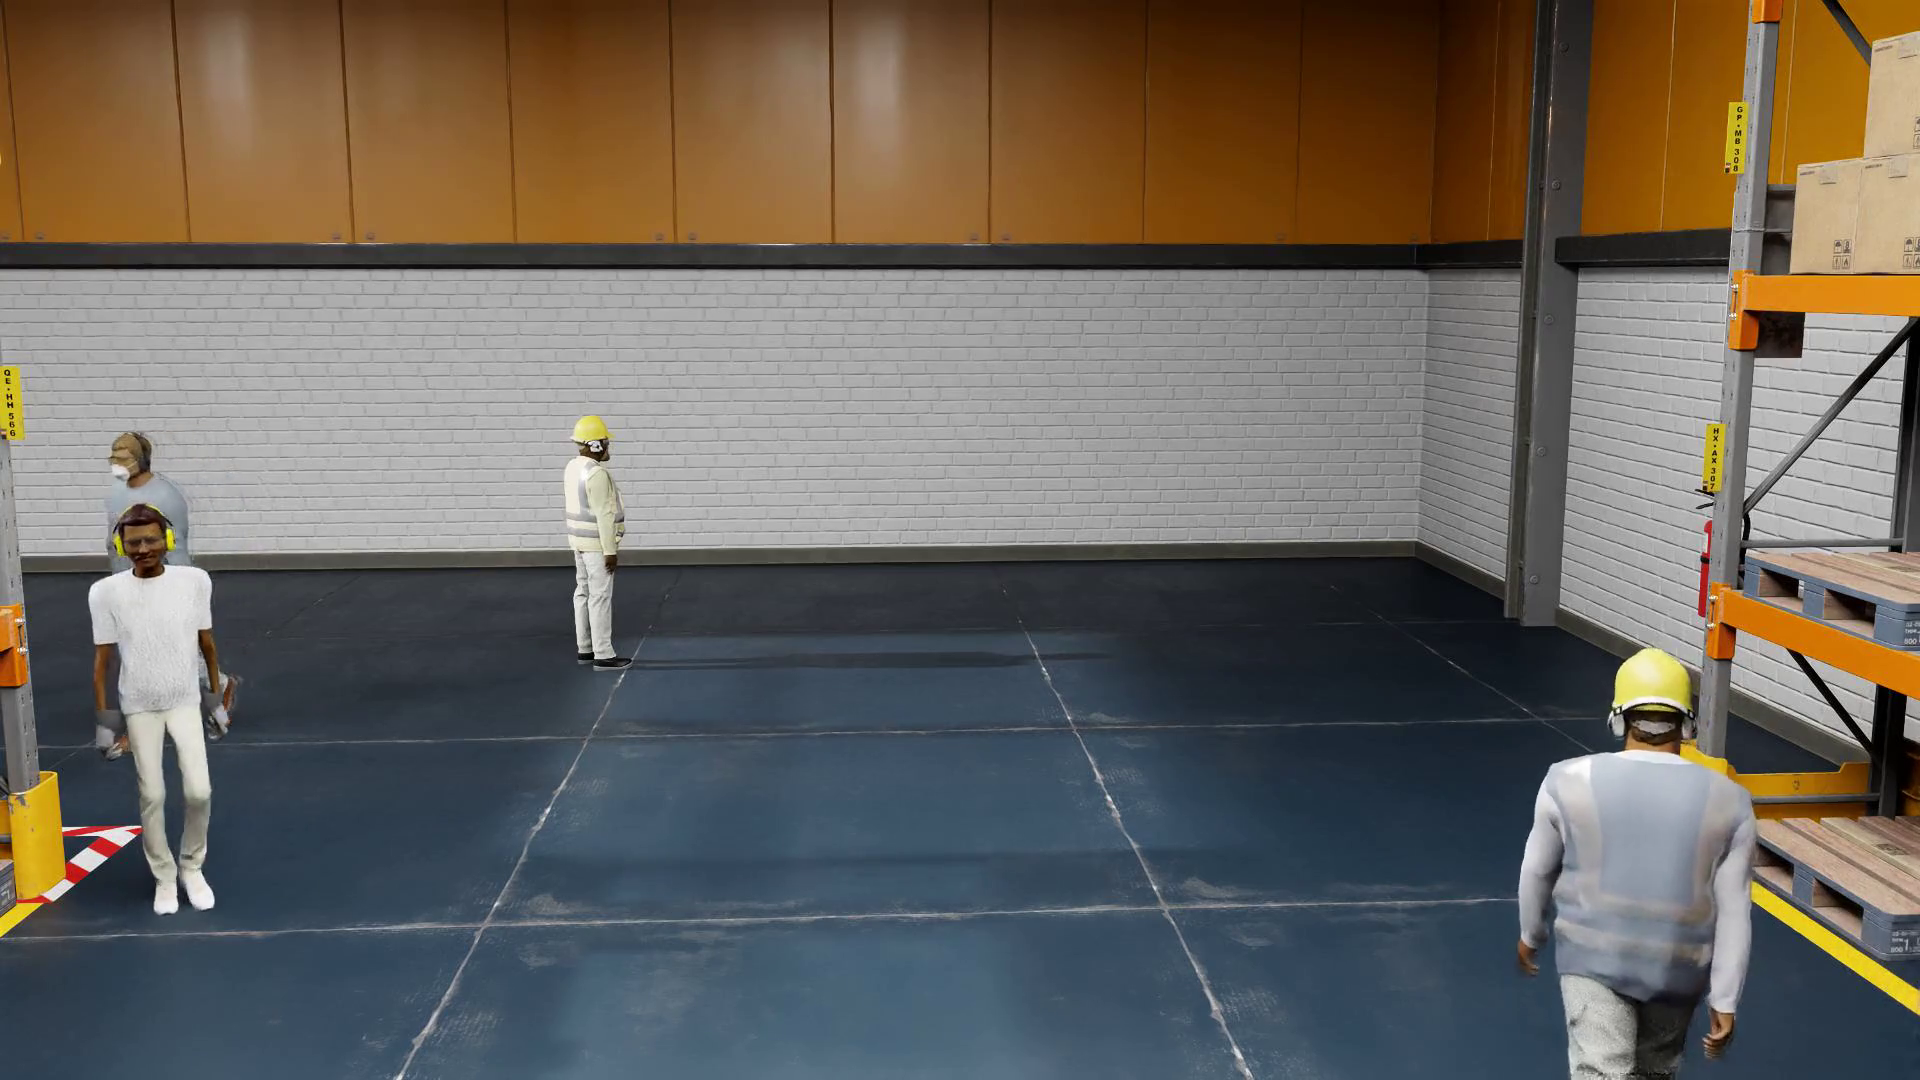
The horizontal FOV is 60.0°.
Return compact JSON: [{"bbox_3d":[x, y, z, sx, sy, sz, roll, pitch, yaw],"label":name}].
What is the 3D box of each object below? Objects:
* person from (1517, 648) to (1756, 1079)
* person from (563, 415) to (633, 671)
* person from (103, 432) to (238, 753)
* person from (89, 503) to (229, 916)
[{"bbox_3d":[1.925,1.202,4.784,0.597,1.779,0.955,3,9,17],"label":"person"},{"bbox_3d":[-2.614,0.019,11.977,0.404,1.837,0.588,-7,11,-36],"label":"person"},{"bbox_3d":[-4.825,0.290,10.042,0.639,1.921,0.723,5,10,27],"label":"person"},{"bbox_3d":[-3.508,0.755,7.310,0.549,1.850,0.507,-5,10,-29],"label":"person"}]
